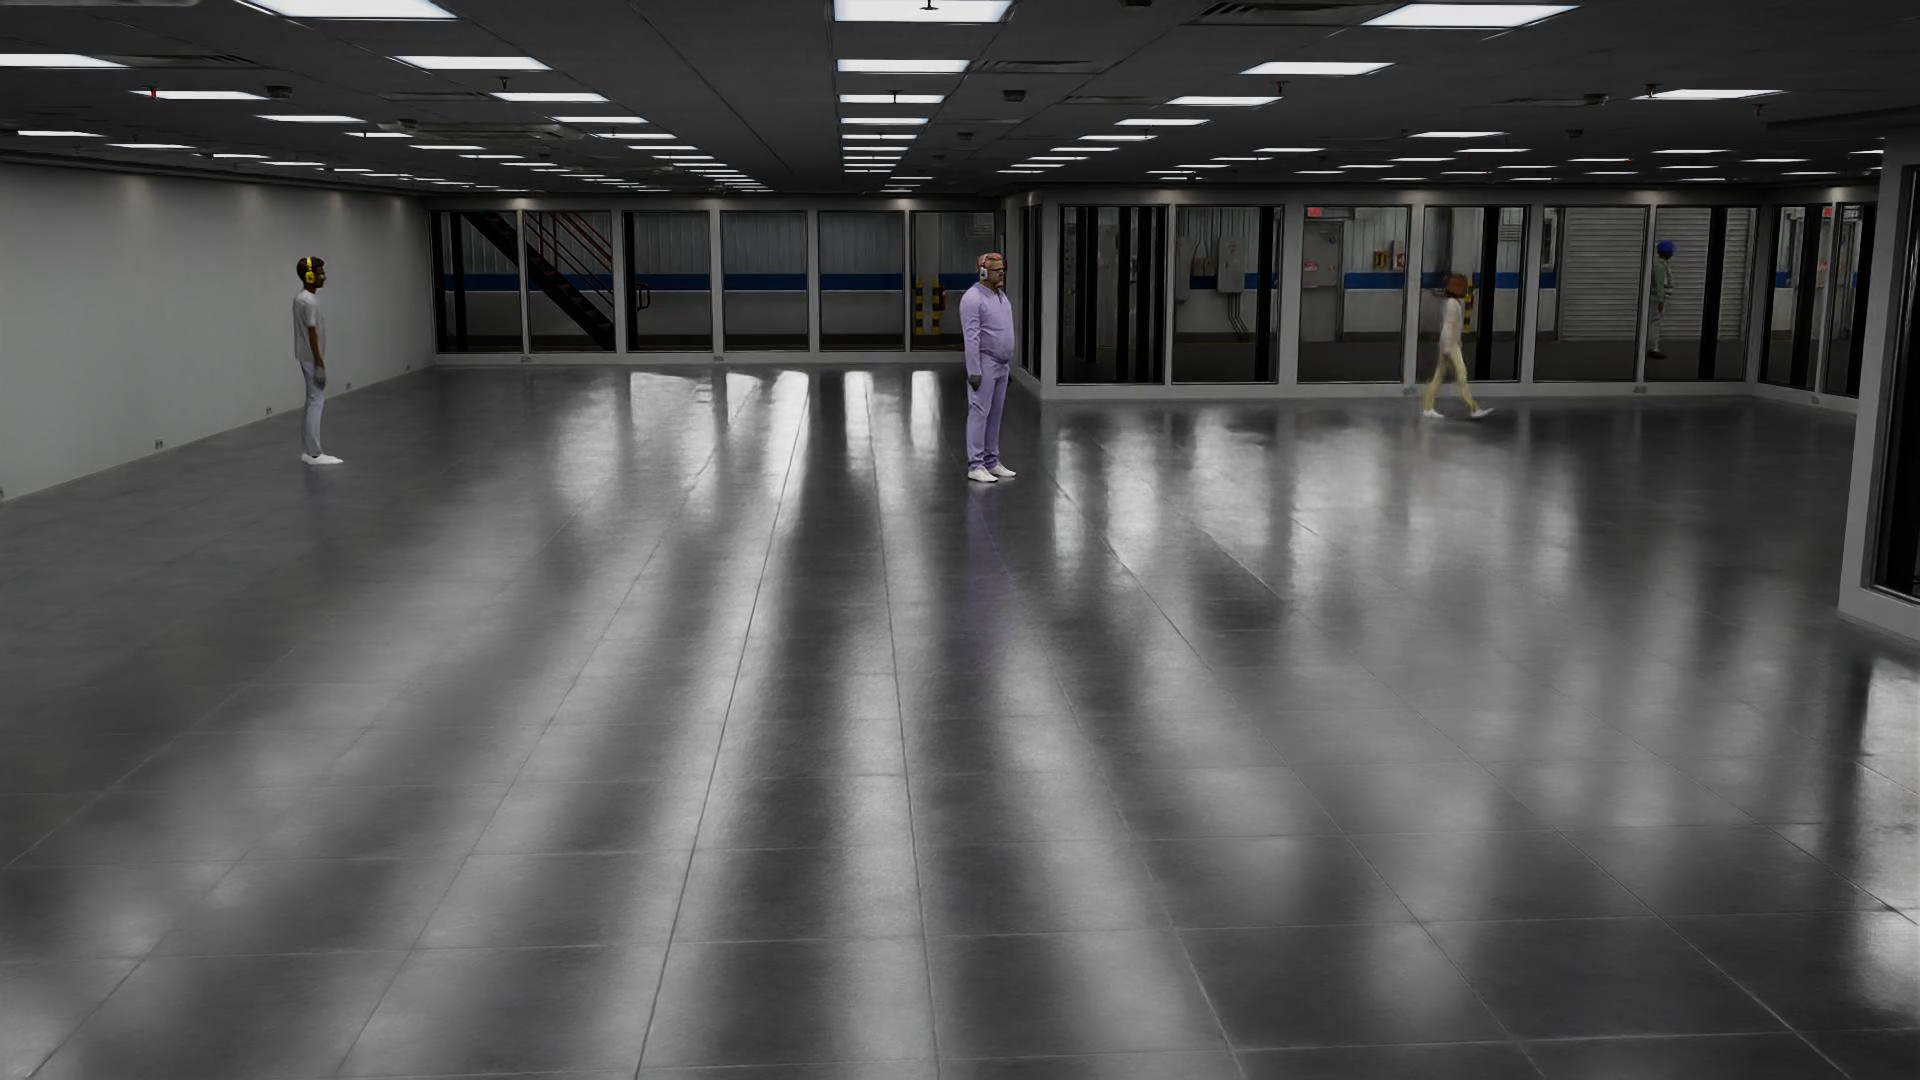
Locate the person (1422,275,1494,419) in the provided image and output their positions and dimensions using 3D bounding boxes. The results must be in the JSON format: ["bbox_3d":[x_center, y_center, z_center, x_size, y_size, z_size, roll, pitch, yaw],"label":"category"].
[{"bbox_3d":[5.575,-2.137,18.528,0.817,1.591,0.514,3,11,15],"label":"person"}]

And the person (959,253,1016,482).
[{"bbox_3d":[0.260,-1.450,14.008,0.408,1.908,0.646,6,12,28],"label":"person"}]

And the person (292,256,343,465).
[{"bbox_3d":[-5.799,-1.601,14.938,0.312,1.866,0.533,-6,12,-29],"label":"person"}]
